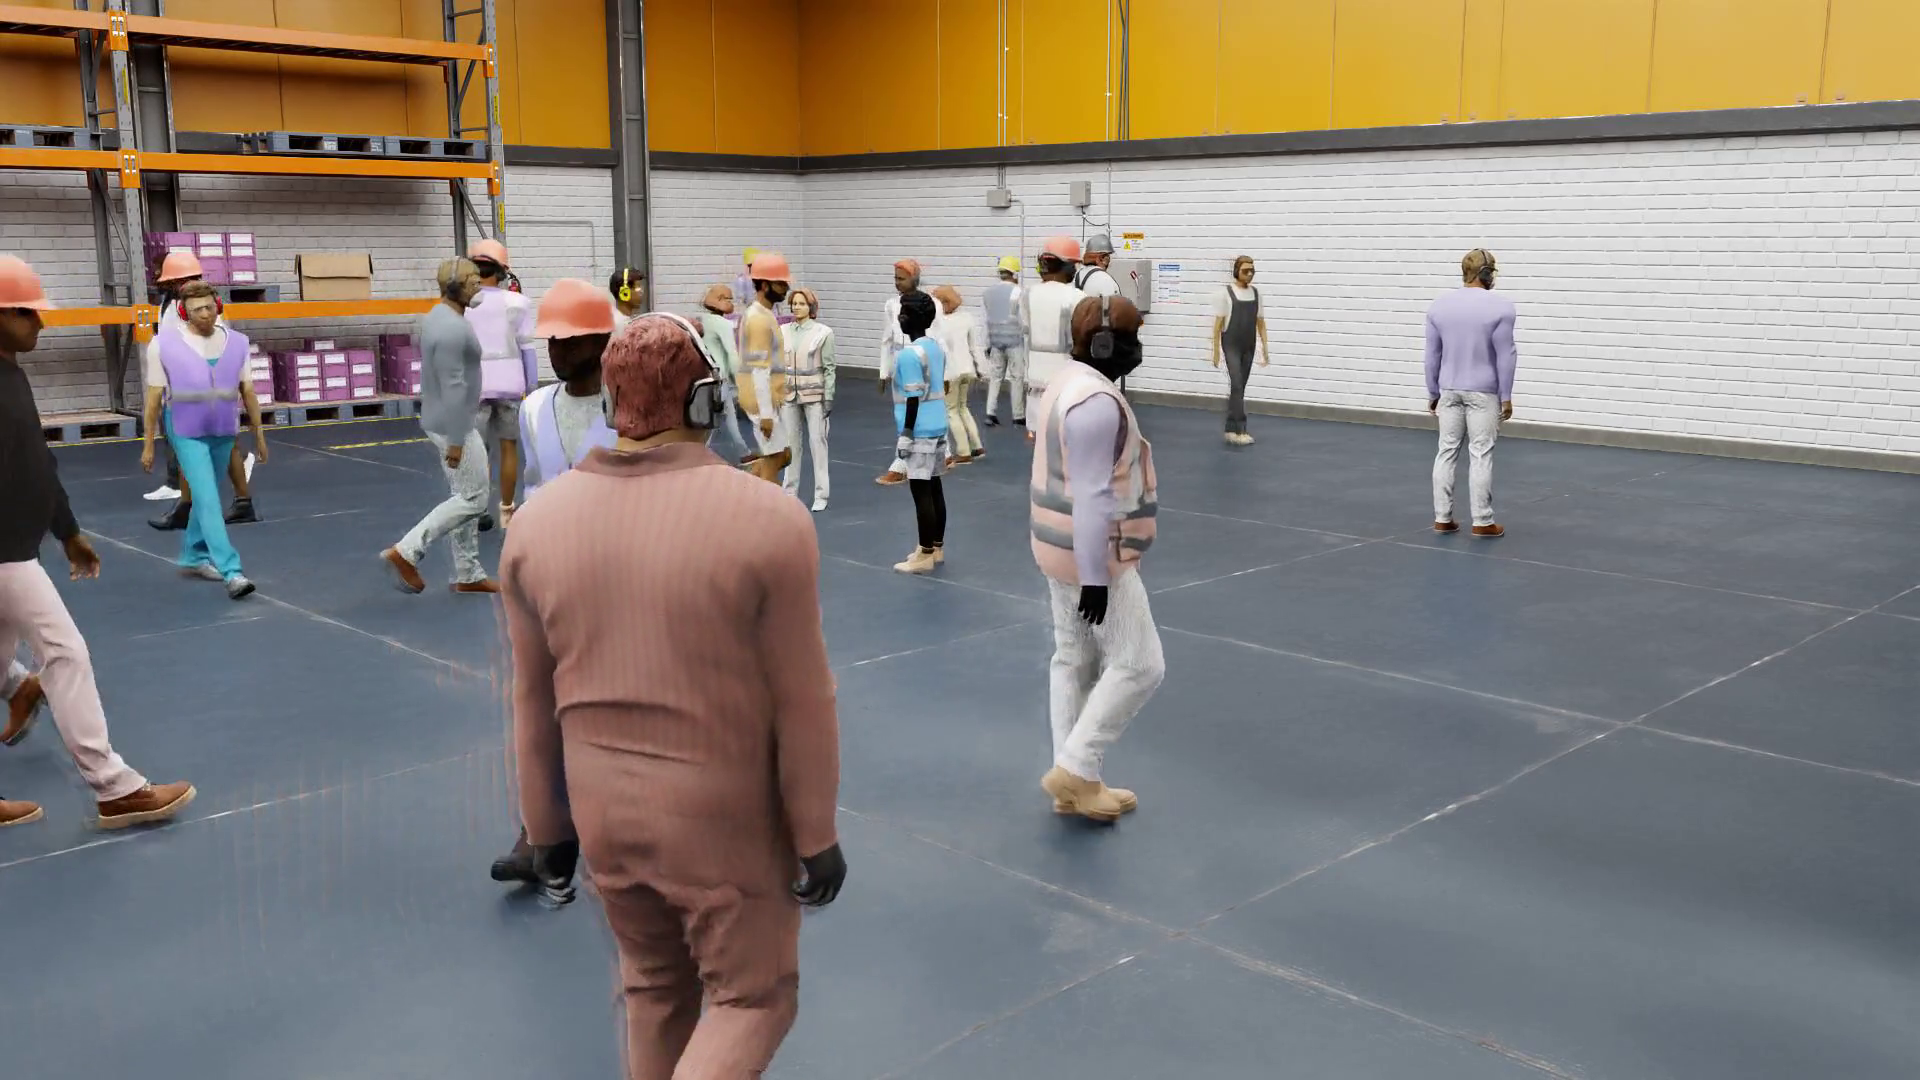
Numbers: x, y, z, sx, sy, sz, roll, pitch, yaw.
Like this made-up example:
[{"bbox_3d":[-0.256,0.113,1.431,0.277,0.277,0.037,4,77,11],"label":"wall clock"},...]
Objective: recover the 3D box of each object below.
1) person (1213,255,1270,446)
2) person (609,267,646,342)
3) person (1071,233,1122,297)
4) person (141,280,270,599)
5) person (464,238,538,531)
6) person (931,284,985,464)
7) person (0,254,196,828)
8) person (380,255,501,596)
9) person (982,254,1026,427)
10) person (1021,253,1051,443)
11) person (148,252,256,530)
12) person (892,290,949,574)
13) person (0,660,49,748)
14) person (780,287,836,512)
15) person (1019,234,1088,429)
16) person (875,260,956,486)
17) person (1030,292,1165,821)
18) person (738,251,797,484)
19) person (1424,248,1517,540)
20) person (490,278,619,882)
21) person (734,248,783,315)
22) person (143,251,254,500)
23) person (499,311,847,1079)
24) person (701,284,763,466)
[{"bbox_3d":[2.763,-1.810,16.002,0.530,1.821,0.767,-5,11,-25],"label":"person"},{"bbox_3d":[-2.301,-0.944,11.350,1.036,1.816,0.537,-2,11,-10],"label":"person"},{"bbox_3d":[1.384,-1.963,16.251,0.538,2.000,0.684,-5,11,-25],"label":"person"},{"bbox_3d":[-4.237,-0.571,9.398,0.994,1.772,0.656,7,13,35],"label":"person"},{"bbox_3d":[-3.151,-1.011,11.174,0.614,2.010,0.702,-1,10,-8],"label":"person"},{"bbox_3d":[-0.054,-1.454,14.672,0.323,1.594,0.577,9,13,39],"label":"person"},{"bbox_3d":[-3.089,0.029,5.645,0.940,1.953,0.612,-4,11,-22],"label":"person"},{"bbox_3d":[-2.846,-0.594,9.145,0.608,1.924,0.638,-4,11,-23],"label":"person"},{"bbox_3d":[0.520,-2.104,17.611,0.604,1.834,0.404,8,13,36],"label":"person"},{"bbox_3d":[0.858,-1.880,16.281,0.513,1.865,0.329,-2,11,-9],"label":"person"},{"bbox_3d":[-5.337,-1.023,11.495,0.827,1.898,0.545,-4,11,-22],"label":"person"},{"bbox_3d":[-0.239,-0.643,9.983,0.322,1.697,0.532,3,11,18],"label":"person"},{"bbox_3d":[-3.755,-0.055,6.133,0.553,1.935,0.626,-8,13,-36],"label":"person"},{"bbox_3d":[-1.154,-1.031,12.249,0.511,1.645,0.307,4,11,20],"label":"person"},{"bbox_3d":[0.702,-1.128,11.741,0.617,2.028,0.496,8,13,38],"label":"person"},{"bbox_3d":[-0.345,-1.391,13.722,0.586,1.832,0.997,9,14,41],"label":"person"},{"bbox_3d":[0.468,0.076,5.703,0.452,1.828,0.656,-1,10,-5],"label":"person"},{"bbox_3d":[-1.298,-0.894,10.746,0.529,1.919,0.566,-1,10,-3],"label":"person"},{"bbox_3d":[3.409,-0.972,11.136,0.627,1.936,0.375,10,14,43],"label":"person"},{"bbox_3d":[-1.185,0.114,5.339,0.565,1.883,0.986,3,11,17],"label":"person"},{"bbox_3d":[-2.704,-2.992,22.386,0.611,1.860,0.841,0,10,-2],"label":"person"},{"bbox_3d":[-5.944,-1.267,12.827,0.729,1.900,0.603,-10,14,-42],"label":"person"},{"bbox_3d":[-0.553,0.521,3.121,0.652,1.887,0.685,4,11,22],"label":"person"},{"bbox_3d":[-1.984,-1.386,14.312,0.802,1.597,0.524,-6,12,-29],"label":"person"}]
